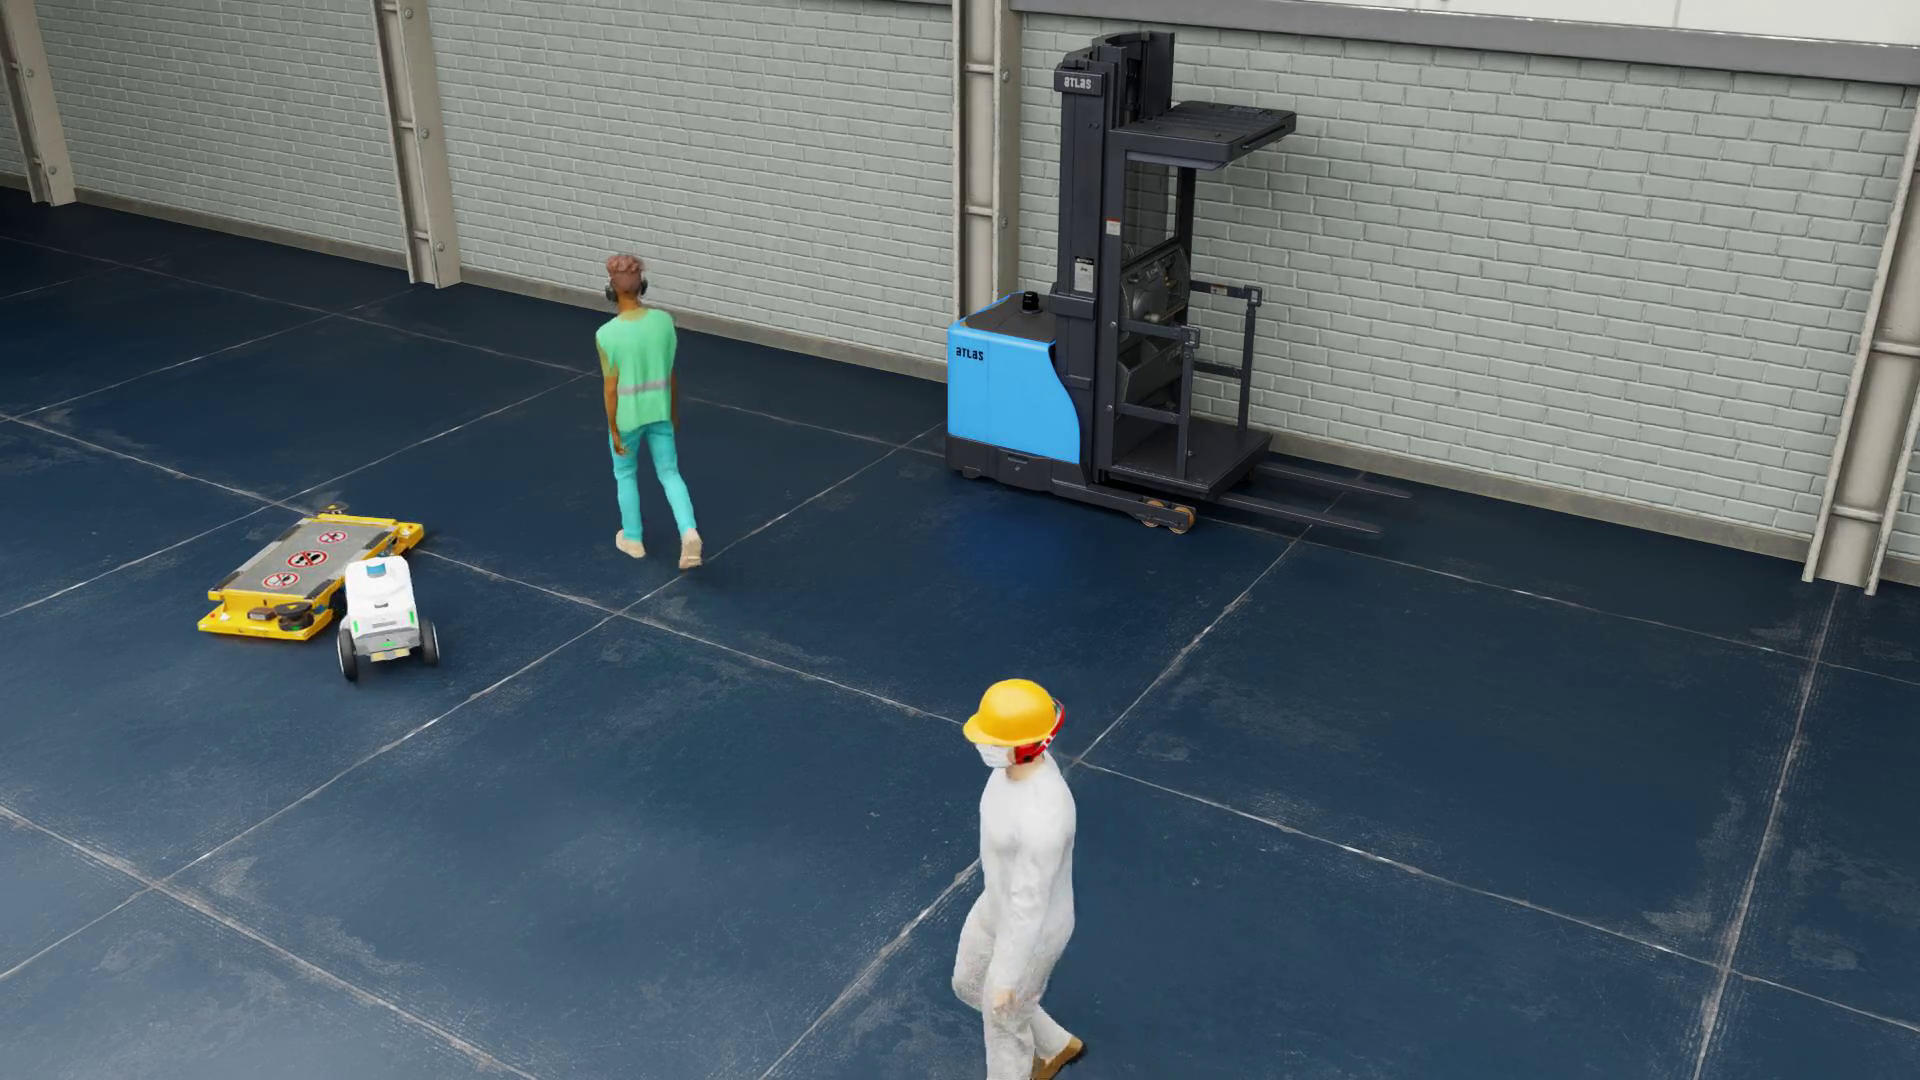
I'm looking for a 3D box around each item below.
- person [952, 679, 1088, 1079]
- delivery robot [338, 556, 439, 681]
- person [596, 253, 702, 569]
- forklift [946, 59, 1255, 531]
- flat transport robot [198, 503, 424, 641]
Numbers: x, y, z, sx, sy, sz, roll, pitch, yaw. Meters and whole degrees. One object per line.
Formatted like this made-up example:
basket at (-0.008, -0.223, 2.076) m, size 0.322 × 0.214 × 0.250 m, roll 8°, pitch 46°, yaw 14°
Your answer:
person at (0.185, 1.292, 5.640) m, size 0.519 × 1.878 × 0.580 m, roll -6°, pitch 26°, yaw -13°
delivery robot at (-3.163, 0.401, 9.082) m, size 0.525 × 0.601 × 0.772 m, roll -9°, pitch 27°, yaw -19°
person at (-1.856, -0.728, 9.826) m, size 0.490 × 1.951 × 0.839 m, roll -15°, pitch 29°, yaw -28°
forklift at (0.933, -1.707, 10.833) m, size 1.873 × 2.768 × 1.129 m, roll 15°, pitch 29°, yaw 28°
flat transport robot at (-3.827, 0.174, 9.890) m, size 0.659 × 0.231 × 1.431 m, roll 4°, pitch 26°, yaw 9°
